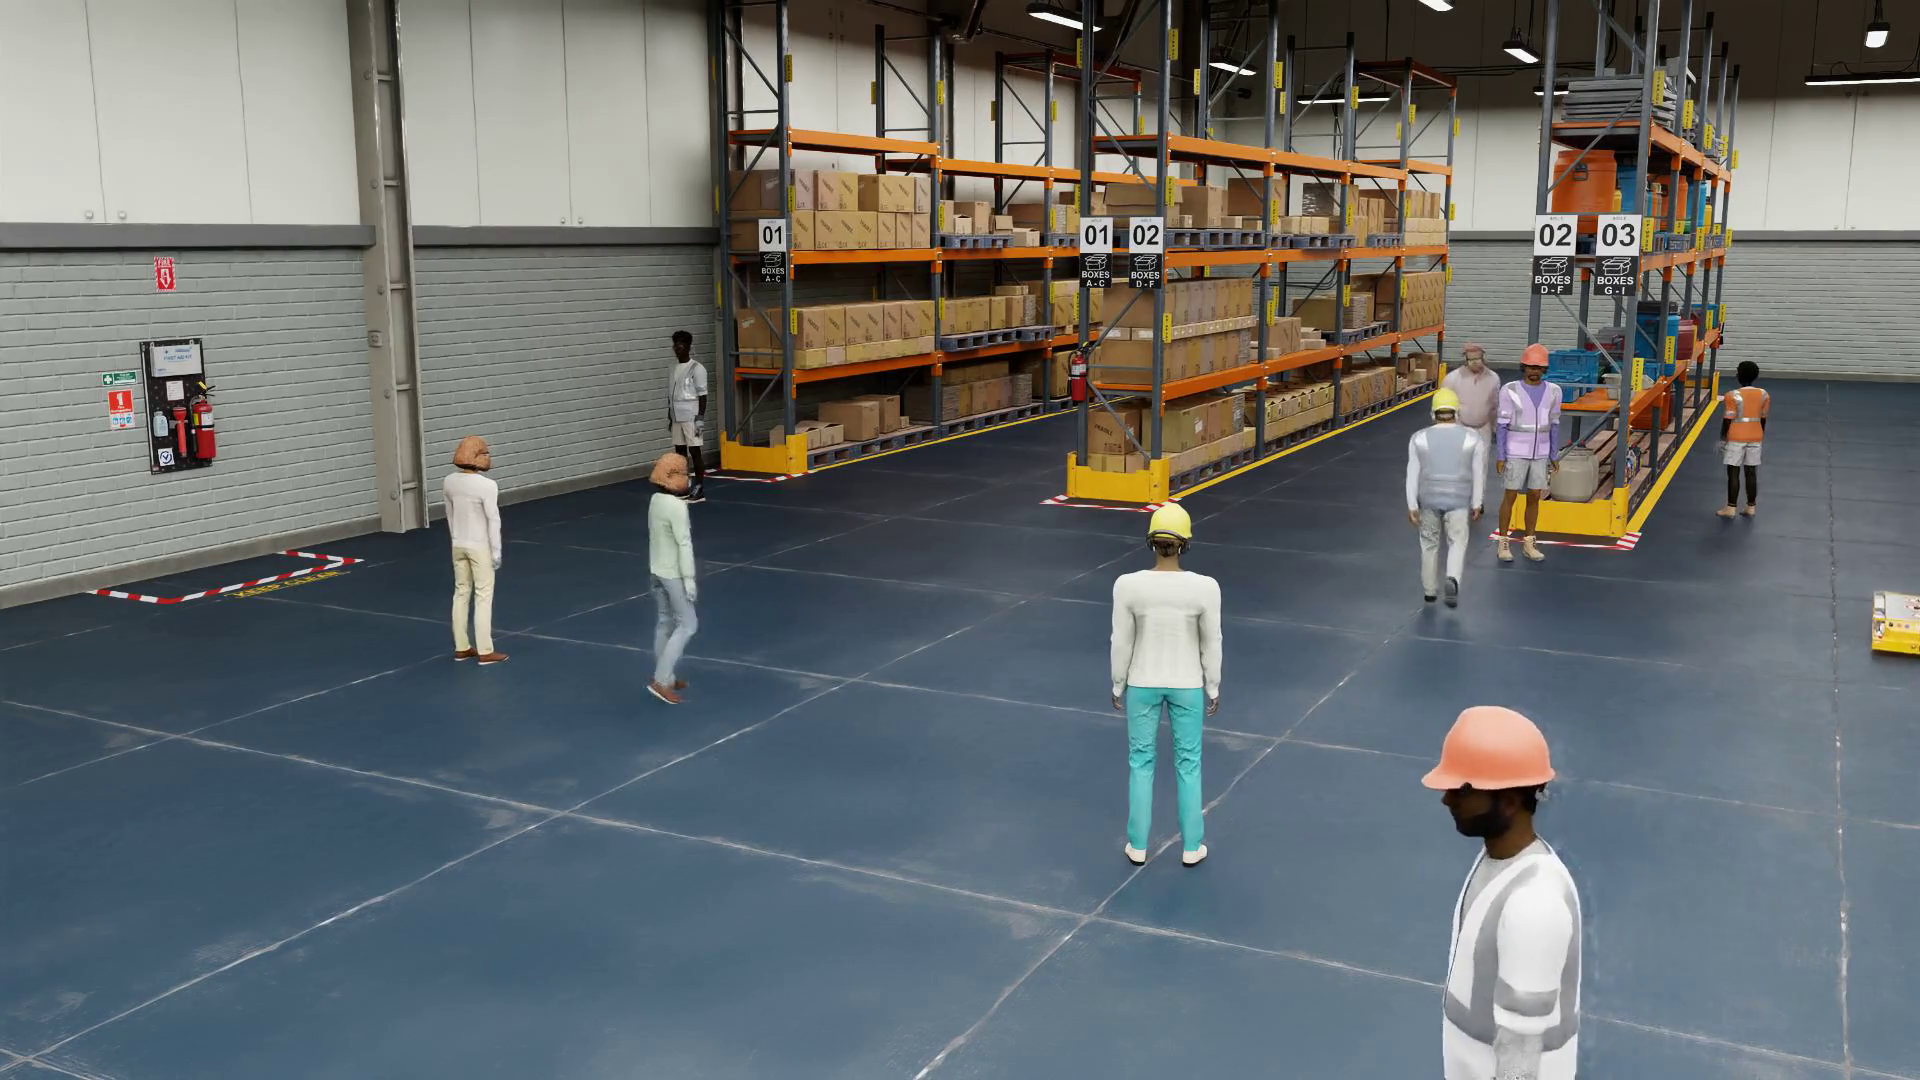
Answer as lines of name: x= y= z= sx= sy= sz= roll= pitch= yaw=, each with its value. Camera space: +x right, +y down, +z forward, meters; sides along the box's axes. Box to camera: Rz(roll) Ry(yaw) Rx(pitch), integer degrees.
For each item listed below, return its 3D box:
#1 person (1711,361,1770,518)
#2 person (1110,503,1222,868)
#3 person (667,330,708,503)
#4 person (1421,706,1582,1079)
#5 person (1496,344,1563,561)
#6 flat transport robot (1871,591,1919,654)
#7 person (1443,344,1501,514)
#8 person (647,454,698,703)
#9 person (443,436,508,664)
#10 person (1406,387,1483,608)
person: x=8.403 y=-1.078 z=17.889 sx=0.589 sy=1.697 sz=0.324 roll=-3 pitch=11 yaw=-14
person: x=0.991 y=0.700 z=8.023 sx=0.533 sy=1.767 sz=0.326 roll=1 pitch=10 yaw=8
person: x=-3.131 y=-1.406 z=18.952 sx=0.614 sy=1.964 sz=0.361 roll=9 pitch=14 yaw=41
person: x=1.407 y=1.349 z=4.087 sx=0.734 sy=1.912 sz=0.570 roll=1 pitch=10 yaw=7
person: x=5.298 y=-0.806 z=15.481 sx=0.611 sy=2.040 sz=0.393 roll=-1 pitch=10 yaw=-5
flat transport robot: x=7.248 y=0.622 z=12.528 sx=0.652 sy=0.197 sz=1.431 roll=6 pitch=12 yaw=28
person: x=5.667 y=-1.263 z=18.508 sx=0.698 sy=1.857 sz=0.932 roll=1 pitch=10 yaw=5
person: x=-1.908 y=0.248 z=10.875 sx=0.386 sy=1.621 sz=0.569 roll=-7 pitch=12 yaw=-32
person: x=-3.447 y=0.072 z=11.824 sx=0.496 sy=1.628 sz=0.280 roll=6 pitch=12 yaw=28
person: x=3.905 y=-0.322 z=13.442 sx=0.606 sy=1.820 sz=0.588 roll=3 pitch=11 yaw=16
